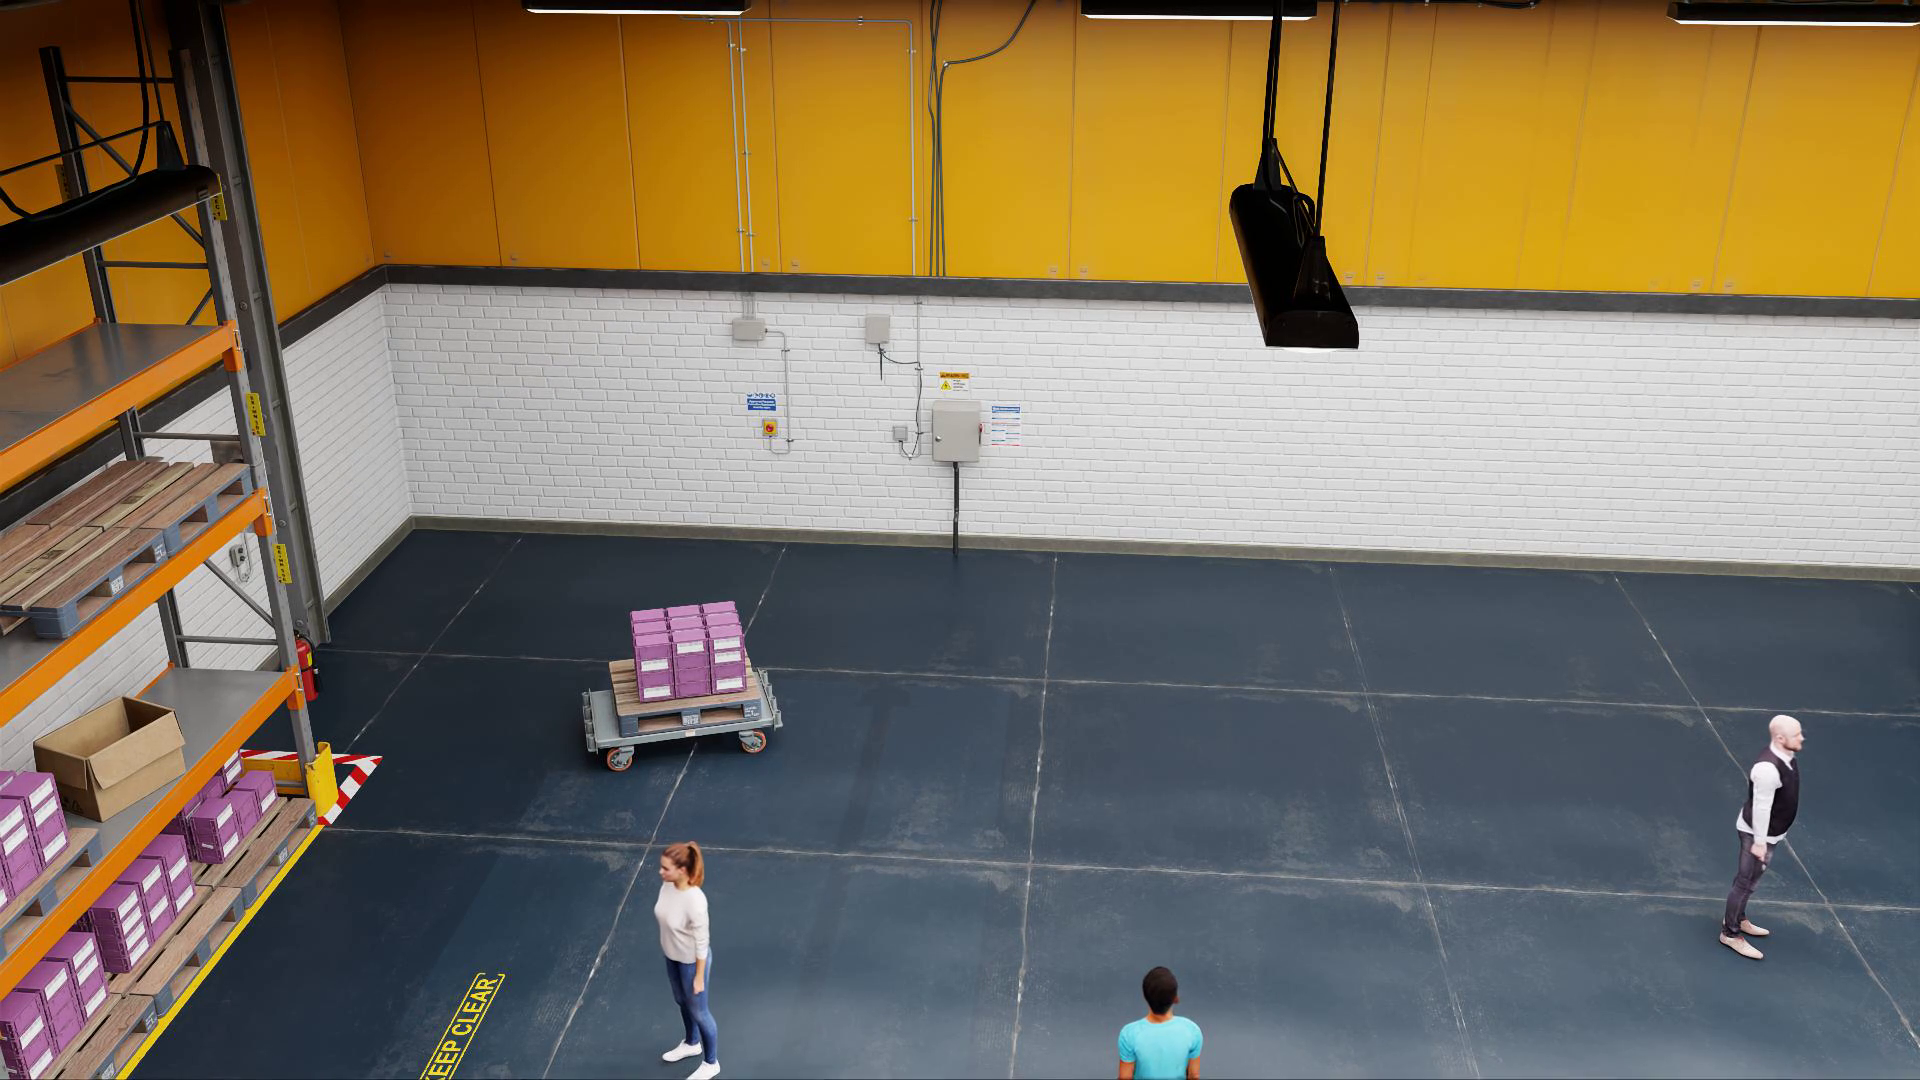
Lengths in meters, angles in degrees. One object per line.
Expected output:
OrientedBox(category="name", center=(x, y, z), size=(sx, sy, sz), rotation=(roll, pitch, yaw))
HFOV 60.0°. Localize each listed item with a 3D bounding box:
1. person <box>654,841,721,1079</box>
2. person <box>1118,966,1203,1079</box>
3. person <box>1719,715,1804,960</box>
OrientedBox(category="person", center=(-1.704, 2.633, 10.432), size=(0.739, 1.719, 0.662), rotation=(-16, 28, -32))
OrientedBox(category="person", center=(1.096, 3.139, 9.206), size=(0.657, 1.775, 0.569), rotation=(-2, 24, -6))
OrientedBox(category="person", center=(5.624, 2.040, 11.658), size=(0.840, 1.824, 0.713), rotation=(15, 28, 30))
